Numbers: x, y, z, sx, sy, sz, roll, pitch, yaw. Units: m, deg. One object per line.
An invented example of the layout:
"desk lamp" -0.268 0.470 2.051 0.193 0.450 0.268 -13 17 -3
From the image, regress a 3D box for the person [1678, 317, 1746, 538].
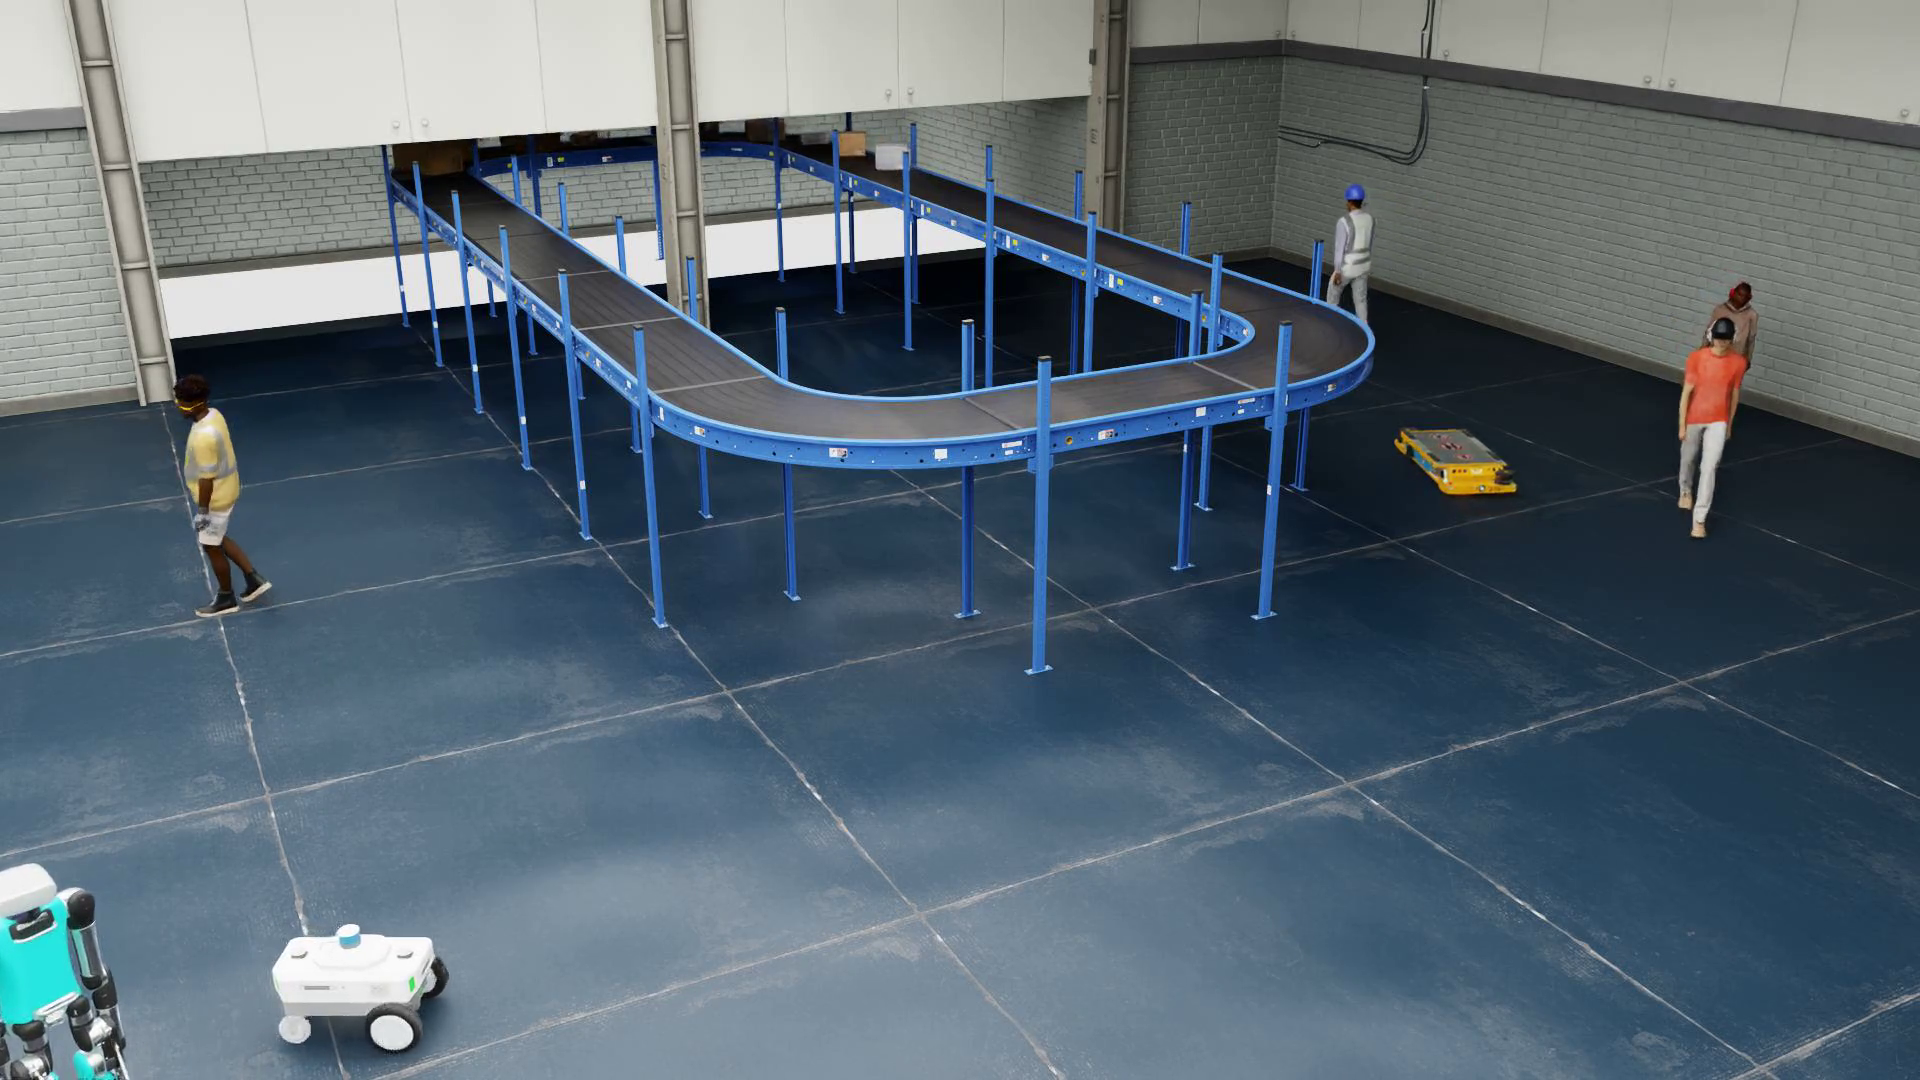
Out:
"person" 6.434 -1.043 14.339 0.473 1.861 1.016 8 23 19

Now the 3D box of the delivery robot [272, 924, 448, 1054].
"delivery robot" -2.948 2.154 8.146 0.768 0.576 0.499 0 22 0

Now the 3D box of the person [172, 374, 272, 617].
"person" -5.599 -0.338 12.491 0.530 1.929 0.680 -6 23 -15

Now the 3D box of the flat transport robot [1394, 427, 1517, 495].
"flat transport robot" 4.675 -0.759 15.751 0.659 0.231 1.431 -2 22 -5

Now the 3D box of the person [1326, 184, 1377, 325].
"person" 4.574 -3.263 19.746 0.648 1.904 0.929 -12 25 -26

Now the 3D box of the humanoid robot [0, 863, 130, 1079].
"humanoid robot" -3.438 2.180 6.580 0.752 1.837 0.547 14 26 31

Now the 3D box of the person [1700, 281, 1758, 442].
"person" 7.643 -1.850 16.649 0.542 1.613 0.654 11 24 25
